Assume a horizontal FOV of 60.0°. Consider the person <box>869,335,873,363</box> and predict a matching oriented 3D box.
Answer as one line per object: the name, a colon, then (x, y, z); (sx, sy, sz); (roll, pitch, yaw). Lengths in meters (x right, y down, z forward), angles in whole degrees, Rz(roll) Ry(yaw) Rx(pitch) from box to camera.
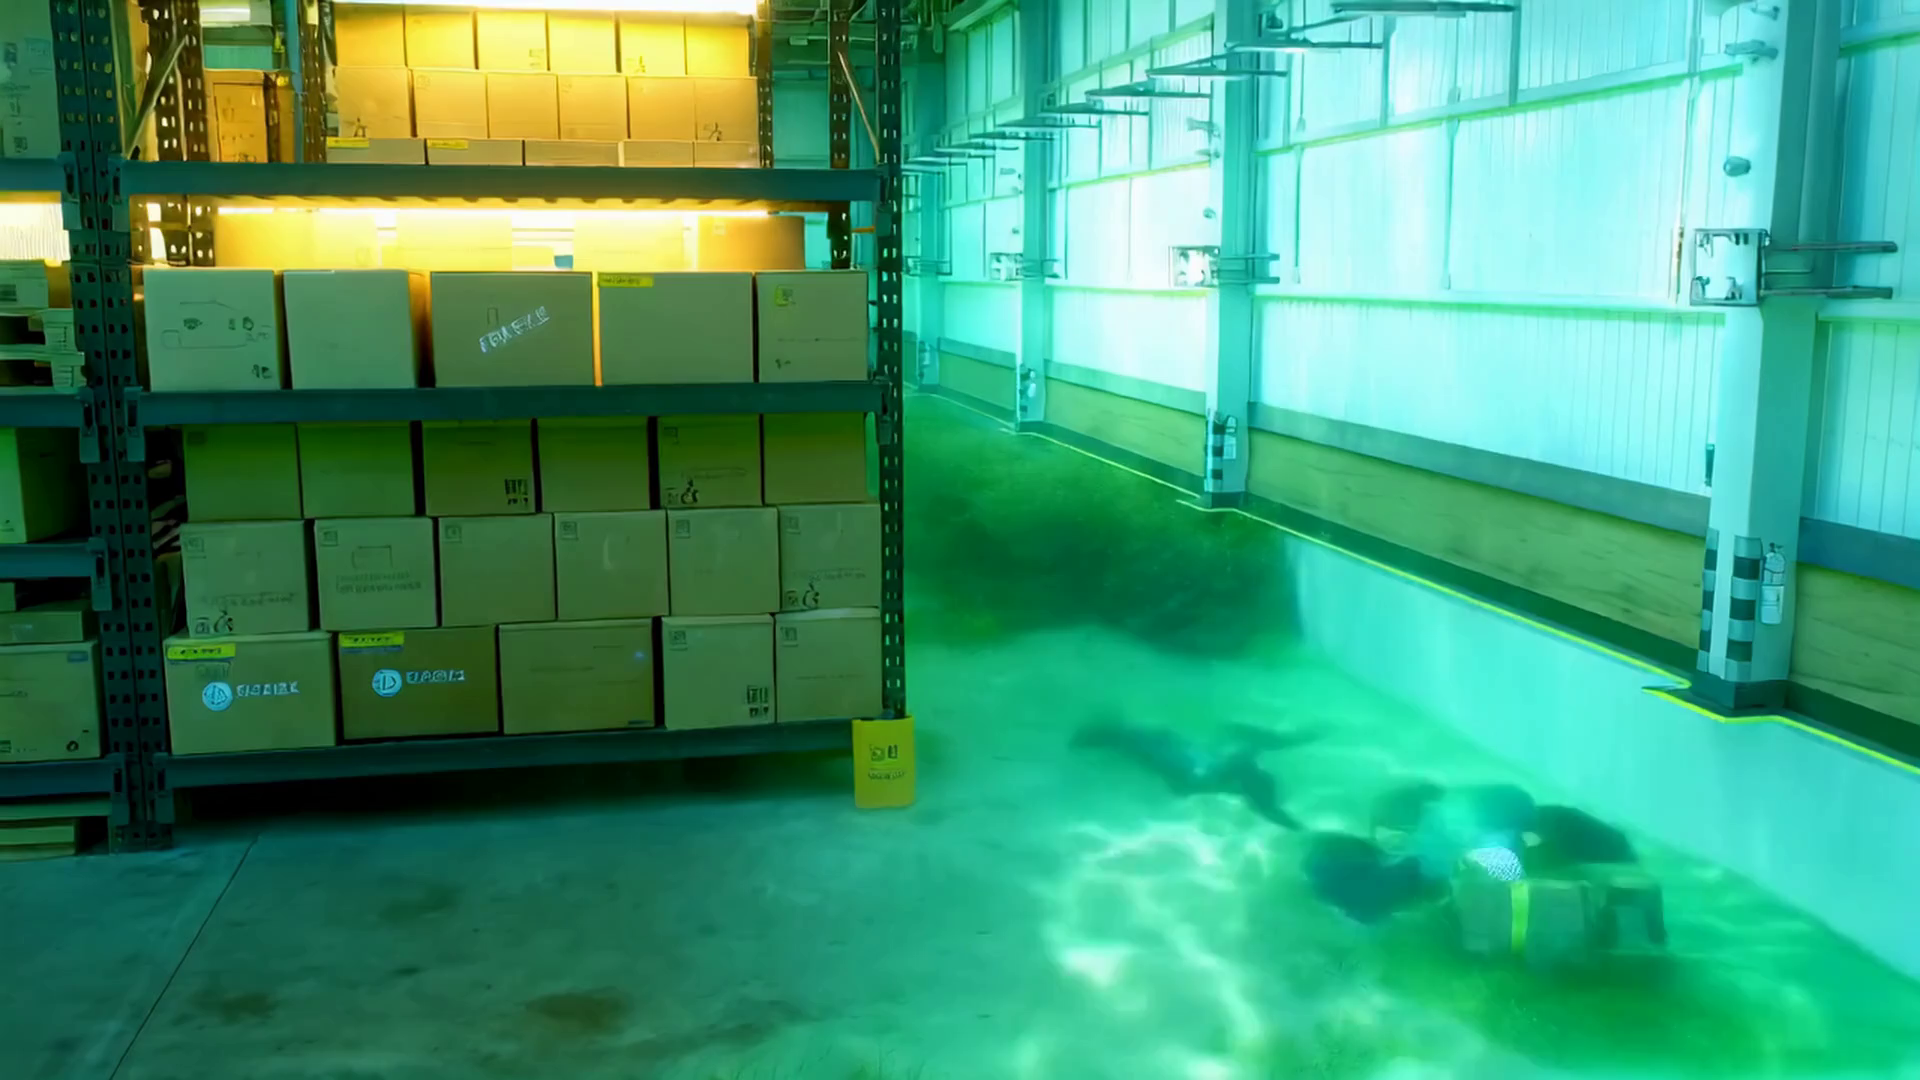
person: (-2.509, -4.567, 41.203); (0.565, 1.712, 0.795); (-6, 11, -31)
